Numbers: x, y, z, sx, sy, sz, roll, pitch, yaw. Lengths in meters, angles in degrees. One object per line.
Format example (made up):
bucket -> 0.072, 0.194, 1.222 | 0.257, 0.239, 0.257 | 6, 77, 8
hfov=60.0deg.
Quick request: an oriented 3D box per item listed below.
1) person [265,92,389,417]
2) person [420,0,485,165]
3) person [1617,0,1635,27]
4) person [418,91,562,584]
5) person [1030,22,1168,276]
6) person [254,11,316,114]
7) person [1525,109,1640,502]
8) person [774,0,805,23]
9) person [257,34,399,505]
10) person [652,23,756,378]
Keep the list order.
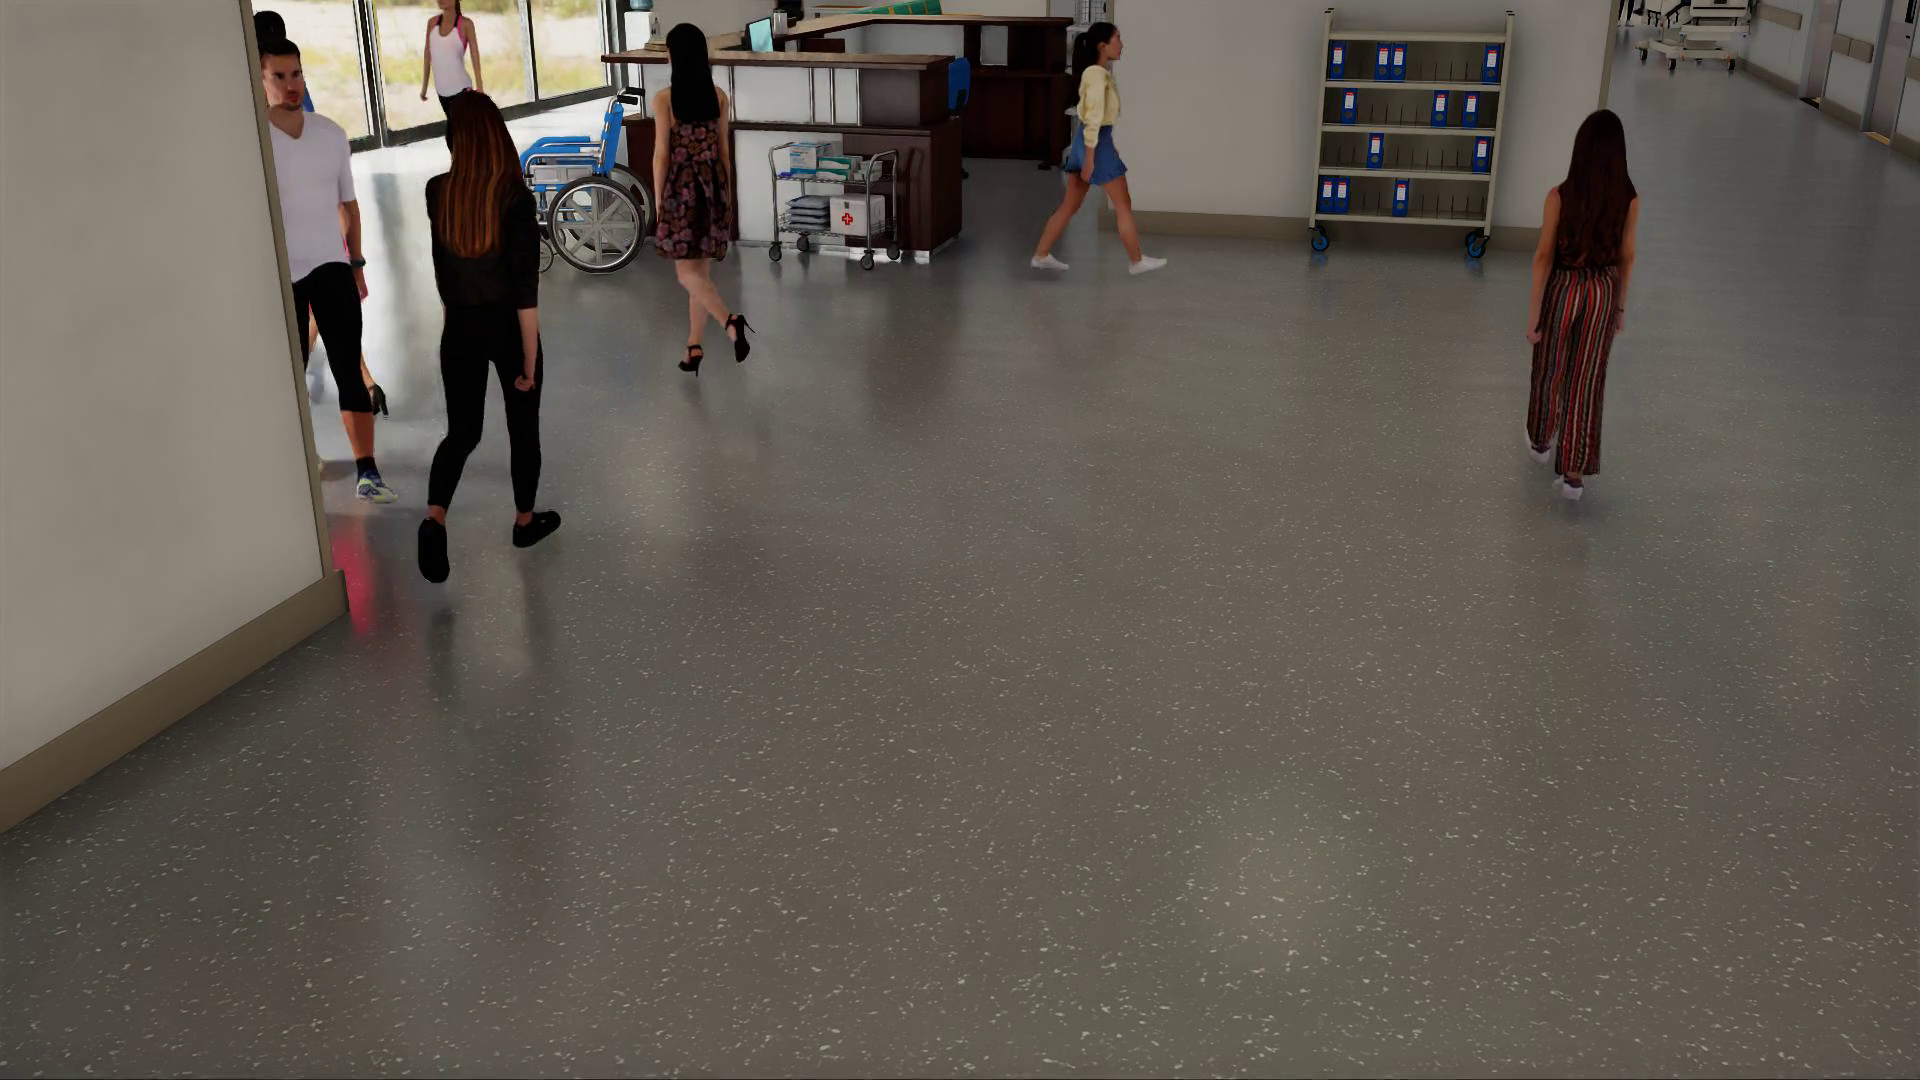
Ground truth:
person -> -2.941, -1.331, 7.584 | 1.047, 1.671, 0.780 | 13, 24, 31
person -> -4.035, -3.601, 13.470 | 1.125, 1.748, 0.777 | 8, 22, 21
person -> 13.943, -11.617, 34.596 | 0.544, 1.774, 0.721 | 1, 21, 2
person -> -1.703, -0.678, 5.852 | 0.999, 1.678, 0.676 | 5, 21, 12
person -> 0.780, -2.468, 10.704 | 1.204, 1.587, 0.908 | -2, 21, -5
person -> -4.258, -2.384, 10.326 | 0.598, 1.698, 0.714 | 8, 22, 19
person -> 2.499, -0.903, 6.665 | 1.062, 1.521, 0.695 | 3, 21, 8
person -> -2.658, -8.312, 25.819 | 1.005, 1.810, 0.839 | 2, 21, 4
person -> -2.665, -1.065, 6.676 | 1.184, 1.818, 1.351 | -16, 26, -37
person -> -1.266, -1.613, 8.211 | 0.994, 1.756, 1.115 | -15, 25, -34
